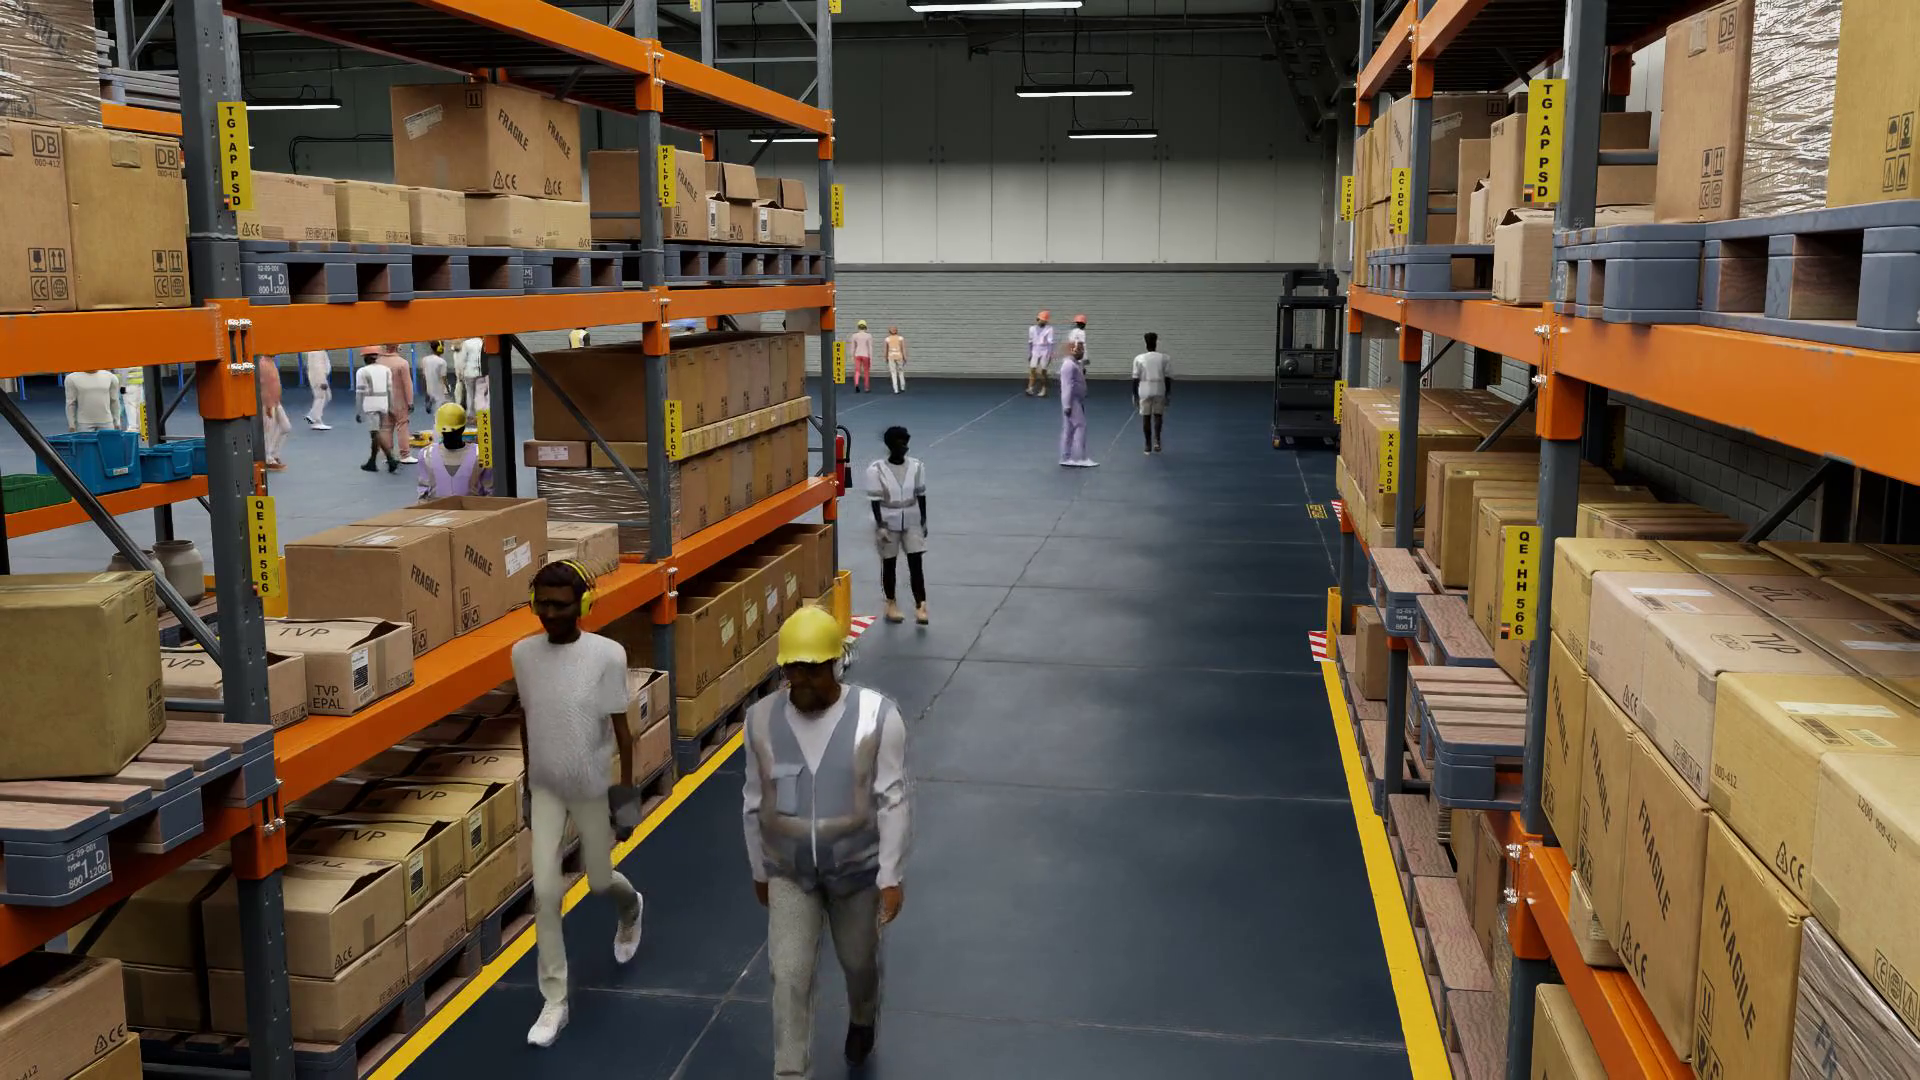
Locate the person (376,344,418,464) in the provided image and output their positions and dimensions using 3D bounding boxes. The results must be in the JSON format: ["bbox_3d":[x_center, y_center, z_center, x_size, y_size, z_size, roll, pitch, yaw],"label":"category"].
[{"bbox_3d":[-8.551,-2.115,25.256,0.651,1.913,0.410,4,10,22],"label":"person"}]

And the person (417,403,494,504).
[{"bbox_3d":[-3.883,-0.104,12.841,0.585,1.917,0.382,-1,9,-8],"label":"person"}]

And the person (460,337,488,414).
[{"bbox_3d":[-9.430,-3.301,32.305,1.003,2.000,0.689,4,10,21],"label":"person"}]

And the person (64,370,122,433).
[{"bbox_3d":[-11.077,-1.487,21.295,0.635,1.939,0.359,-7,11,-35],"label":"person"}]

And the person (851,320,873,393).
[{"bbox_3d":[-2.347,-4.390,39.790,0.536,1.752,0.638,2,9,12],"label":"person"}]

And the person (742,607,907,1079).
[{"bbox_3d":[-0.466,1.097,5.812,0.591,1.799,0.860,1,9,5],"label":"person"}]

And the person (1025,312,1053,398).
[{"bbox_3d":[1.799,-4.252,38.249,0.656,1.972,1.036,4,10,23],"label":"person"}]

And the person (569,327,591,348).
[{"bbox_3d":[-8.556,-4.095,37.687,0.625,1.844,0.429,7,11,35],"label":"person"}]

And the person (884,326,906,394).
[{"bbox_3d":[-1.548,-4.317,39.790,0.523,1.601,0.770,-1,9,-4],"label":"person"}]

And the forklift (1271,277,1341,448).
[{"bbox_3d":[5.847,-3.016,27.970,1.129,2.768,1.873,1,9,9],"label":"forklift"}]

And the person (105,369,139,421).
[{"bbox_3d":[-15.624,-2.914,30.900,0.548,1.675,0.553,-3,10,-18],"label":"person"}]

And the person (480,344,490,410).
[{"bbox_3d":[-8.650,-3.069,30.913,0.526,1.973,0.635,-3,10,-18],"label":"person"}]

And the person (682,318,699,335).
[{"bbox_3d":[-5.590,-3.666,34.756,0.616,1.931,0.445,9,13,43],"label":"person"}]

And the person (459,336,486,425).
[{"bbox_3d":[-9.267,-3.169,31.858,0.672,1.883,0.807,-4,10,-22],"label":"person"}]

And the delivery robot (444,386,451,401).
[{"bbox_3d":[-11.354,-3.268,36.384,0.477,0.478,0.707,-2,9,-11],"label":"delivery robot"}]

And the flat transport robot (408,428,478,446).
[{"bbox_3d":[-8.599,-1.762,28.260,1.431,0.197,0.652,-5,10,-27],"label":"flat transport robot"}]

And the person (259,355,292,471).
[{"bbox_3d":[-10.048,-1.998,24.308,0.456,1.981,0.648,-1,9,-7],"label":"person"}]

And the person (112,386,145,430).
[{"bbox_3d":[-15.079,-2.868,30.256,0.922,1.806,0.575,-4,10,-23],"label":"person"}]

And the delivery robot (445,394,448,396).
[{"bbox_3d":[-10.790,-3.094,34.515,0.335,0.223,0.698,-1,9,-6],"label":"delivery robot"}]

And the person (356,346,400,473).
[{"bbox_3d":[-8.454,-1.920,24.138,0.936,1.899,0.552,6,11,35],"label":"person"}]

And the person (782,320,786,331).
[{"bbox_3d":[-4.325,-4.667,41.661,0.535,1.697,0.318,-2,9,-11],"label":"person"}]

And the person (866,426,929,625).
[{"bbox_3d":[-0.493,-0.110,13.696,0.548,1.656,0.748,-3,10,-19],"label":"person"}]

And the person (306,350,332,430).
[{"bbox_3d":[-11.756,-2.958,30.593,0.455,1.869,0.698,-3,10,-20],"label":"person"}]

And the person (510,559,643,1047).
[{"bbox_3d":[-1.490,0.958,6.566,0.513,1.840,0.843,2,9,11],"label":"person"}]

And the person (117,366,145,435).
[{"bbox_3d":[-14.722,-2.767,29.568,0.430,1.820,0.665,1,9,5],"label":"person"}]

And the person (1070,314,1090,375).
[{"bbox_3d":[2.767,-4.198,38.093,0.576,1.915,0.566,-3,10,-16],"label":"person"}]

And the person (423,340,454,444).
[{"bbox_3d":[-8.384,-2.340,26.833,0.550,1.850,0.507,7,11,36],"label":"person"}]

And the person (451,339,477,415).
[{"bbox_3d":[-9.785,-3.174,32.801,0.502,1.582,0.590,8,12,39],"label":"person"}]

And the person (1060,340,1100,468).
[{"bbox_3d":[1.813,-2.016,24.696,0.704,1.887,0.679,1,9,6],"label":"person"}]

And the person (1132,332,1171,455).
[{"bbox_3d":[3.046,-2.340,26.524,0.629,1.946,0.517,0,9,-2],"label":"person"}]

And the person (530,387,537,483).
[{"bbox_3d":[-5.686,-1.585,22.878,0.507,1.630,0.323,5,10,27],"label":"person"}]
